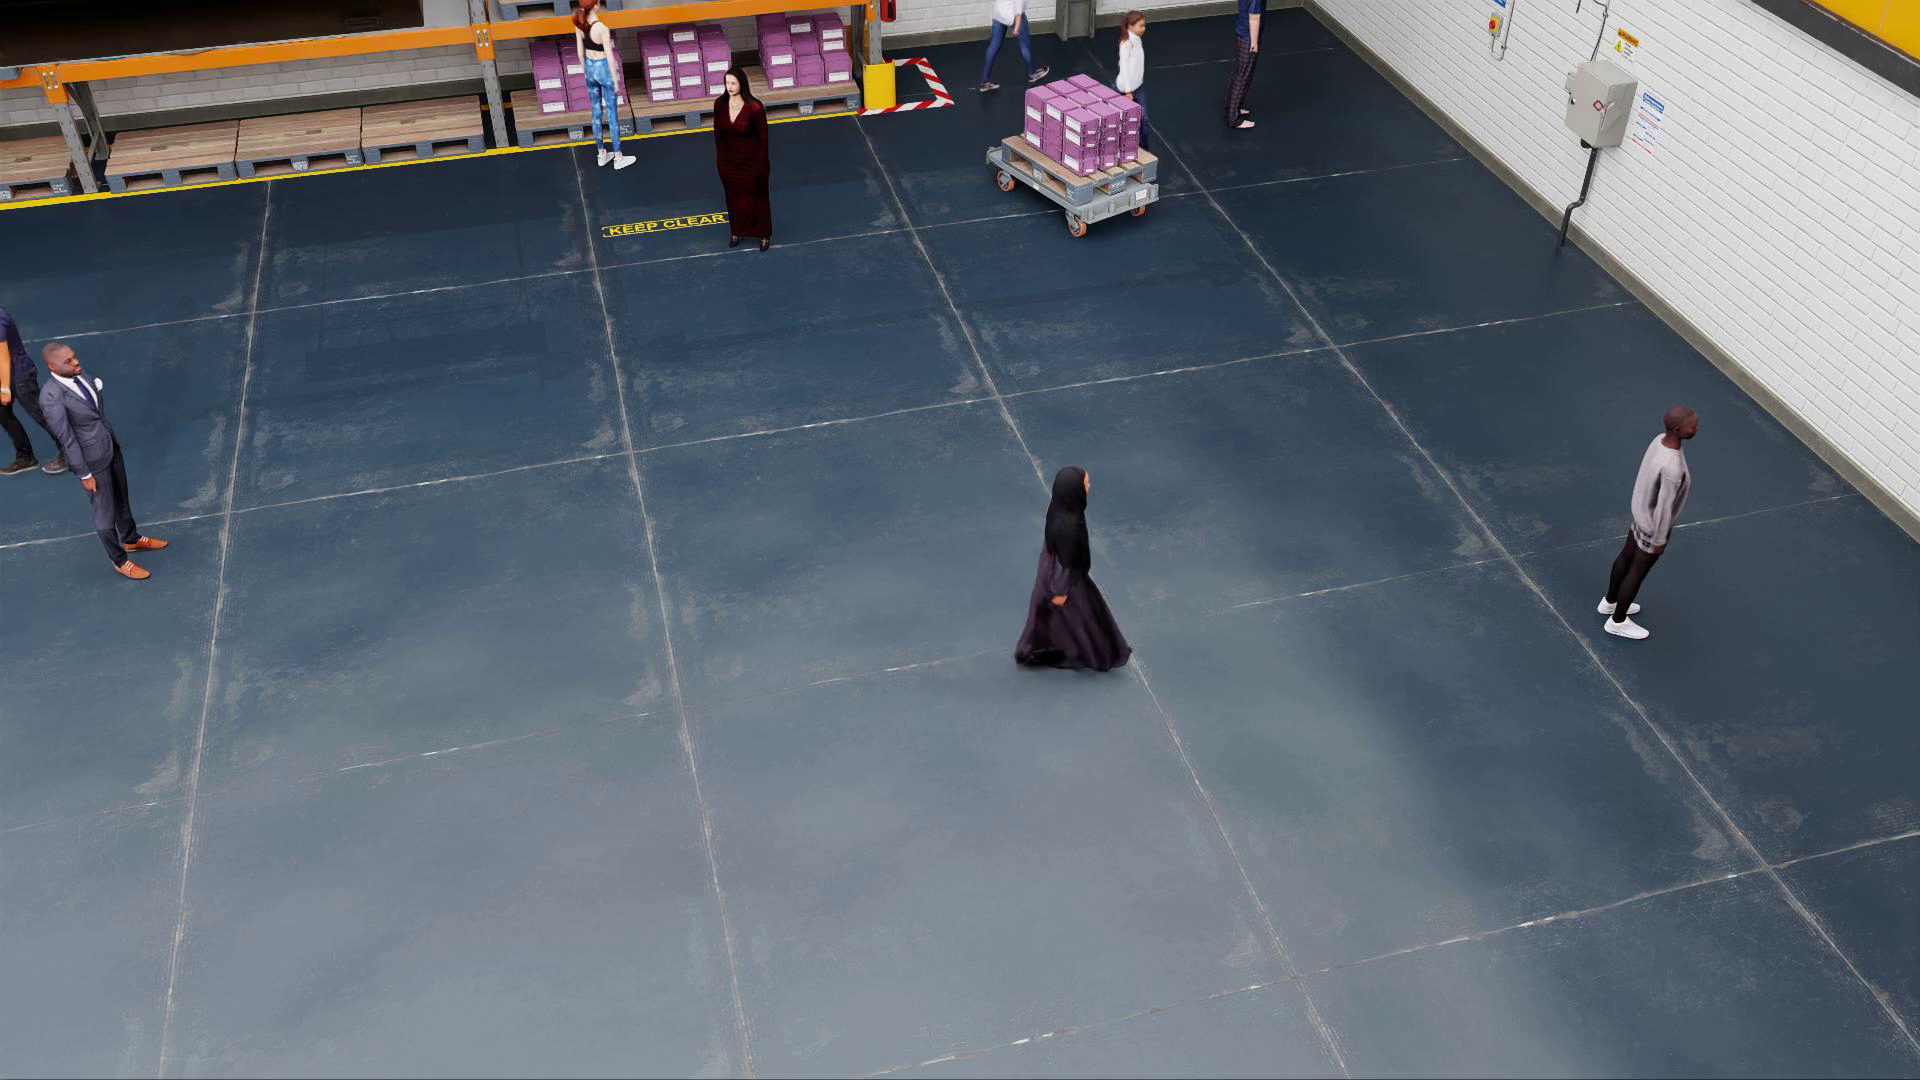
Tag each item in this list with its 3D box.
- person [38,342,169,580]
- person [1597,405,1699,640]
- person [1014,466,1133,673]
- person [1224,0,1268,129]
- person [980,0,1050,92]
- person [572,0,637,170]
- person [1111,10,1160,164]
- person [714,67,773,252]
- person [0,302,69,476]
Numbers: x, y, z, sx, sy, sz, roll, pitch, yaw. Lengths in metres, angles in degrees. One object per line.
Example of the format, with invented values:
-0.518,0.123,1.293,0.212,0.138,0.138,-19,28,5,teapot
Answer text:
-5.959,-0.580,11.458,0.684,1.824,0.756,0,39,0,person
4.534,-0.138,10.947,0.666,1.772,0.686,4,39,5,person
0.590,0.208,10.645,1.053,1.607,0.744,-2,39,-3,person
2.982,-5.223,17.237,0.625,1.868,0.703,-1,39,-1,person
0.453,-5.638,17.912,1.193,1.674,0.938,-27,46,-29,person
-3.560,-4.555,16.468,0.674,1.784,0.738,18,42,21,person
1.606,-4.540,16.656,0.982,1.525,1.069,29,47,31,person
-1.968,-3.460,15.118,0.727,1.757,0.832,10,40,12,person
-6.935,-1.262,12.353,0.825,1.773,0.901,31,48,33,person
